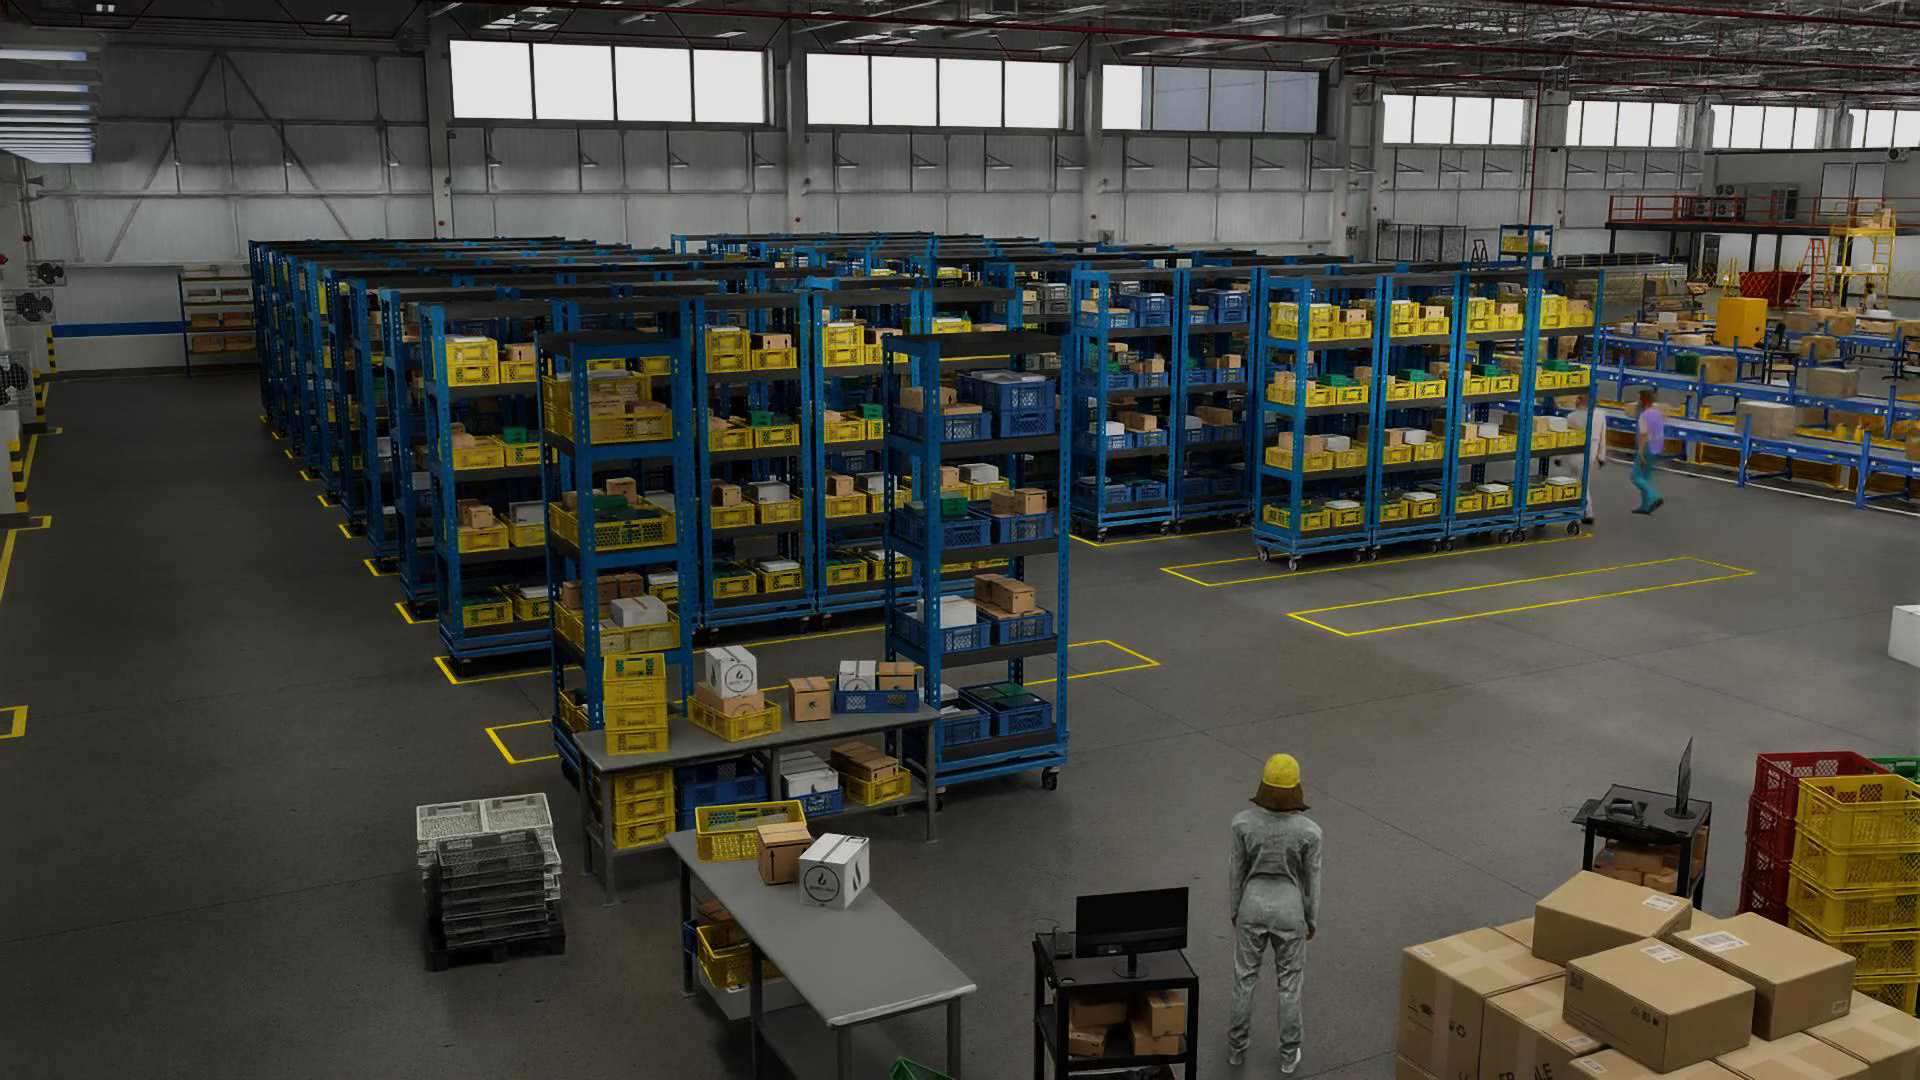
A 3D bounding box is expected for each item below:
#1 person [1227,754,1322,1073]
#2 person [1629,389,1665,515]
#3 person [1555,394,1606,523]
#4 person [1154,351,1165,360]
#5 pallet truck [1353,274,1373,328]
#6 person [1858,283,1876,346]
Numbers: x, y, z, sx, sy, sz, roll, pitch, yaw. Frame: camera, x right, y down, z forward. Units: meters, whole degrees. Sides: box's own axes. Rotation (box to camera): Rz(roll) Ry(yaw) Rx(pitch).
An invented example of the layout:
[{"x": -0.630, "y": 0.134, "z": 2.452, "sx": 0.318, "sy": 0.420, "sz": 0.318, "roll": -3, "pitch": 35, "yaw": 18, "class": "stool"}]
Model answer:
[{"x": 1.680, "y": 1.987, "z": 8.923, "sx": 0.485, "sy": 1.735, "sz": 0.347, "roll": 4, "pitch": 13, "yaw": 16, "class": "person"}, {"x": 9.881, "y": -1.242, "z": 23.833, "sx": 0.479, "sy": 1.821, "sz": 0.572, "roll": 11, "pitch": 16, "yaw": 42, "class": "person"}, {"x": 8.770, "y": -1.186, "z": 23.469, "sx": 0.654, "sy": 1.862, "sz": 0.906, "roll": -4, "pitch": 13, "yaw": -19, "class": "person"}, {"x": 3.782, "y": -2.962, "z": 31.951, "sx": 0.610, "sy": 1.787, "sz": 0.928, "roll": -4, "pitch": 13, "yaw": -20, "class": "person"}, {"x": 13.011, "y": -8.050, "z": 55.243, "sx": 0.823, "sy": 1.965, "sz": 1.885, "roll": -7, "pitch": 14, "yaw": -28, "class": "pallet truck"}, {"x": 26.745, "y": -6.649, "z": 49.049, "sx": 0.638, "sy": 1.843, "sz": 0.528, "roll": 3, "pitch": 12, "yaw": 14, "class": "person"}]
